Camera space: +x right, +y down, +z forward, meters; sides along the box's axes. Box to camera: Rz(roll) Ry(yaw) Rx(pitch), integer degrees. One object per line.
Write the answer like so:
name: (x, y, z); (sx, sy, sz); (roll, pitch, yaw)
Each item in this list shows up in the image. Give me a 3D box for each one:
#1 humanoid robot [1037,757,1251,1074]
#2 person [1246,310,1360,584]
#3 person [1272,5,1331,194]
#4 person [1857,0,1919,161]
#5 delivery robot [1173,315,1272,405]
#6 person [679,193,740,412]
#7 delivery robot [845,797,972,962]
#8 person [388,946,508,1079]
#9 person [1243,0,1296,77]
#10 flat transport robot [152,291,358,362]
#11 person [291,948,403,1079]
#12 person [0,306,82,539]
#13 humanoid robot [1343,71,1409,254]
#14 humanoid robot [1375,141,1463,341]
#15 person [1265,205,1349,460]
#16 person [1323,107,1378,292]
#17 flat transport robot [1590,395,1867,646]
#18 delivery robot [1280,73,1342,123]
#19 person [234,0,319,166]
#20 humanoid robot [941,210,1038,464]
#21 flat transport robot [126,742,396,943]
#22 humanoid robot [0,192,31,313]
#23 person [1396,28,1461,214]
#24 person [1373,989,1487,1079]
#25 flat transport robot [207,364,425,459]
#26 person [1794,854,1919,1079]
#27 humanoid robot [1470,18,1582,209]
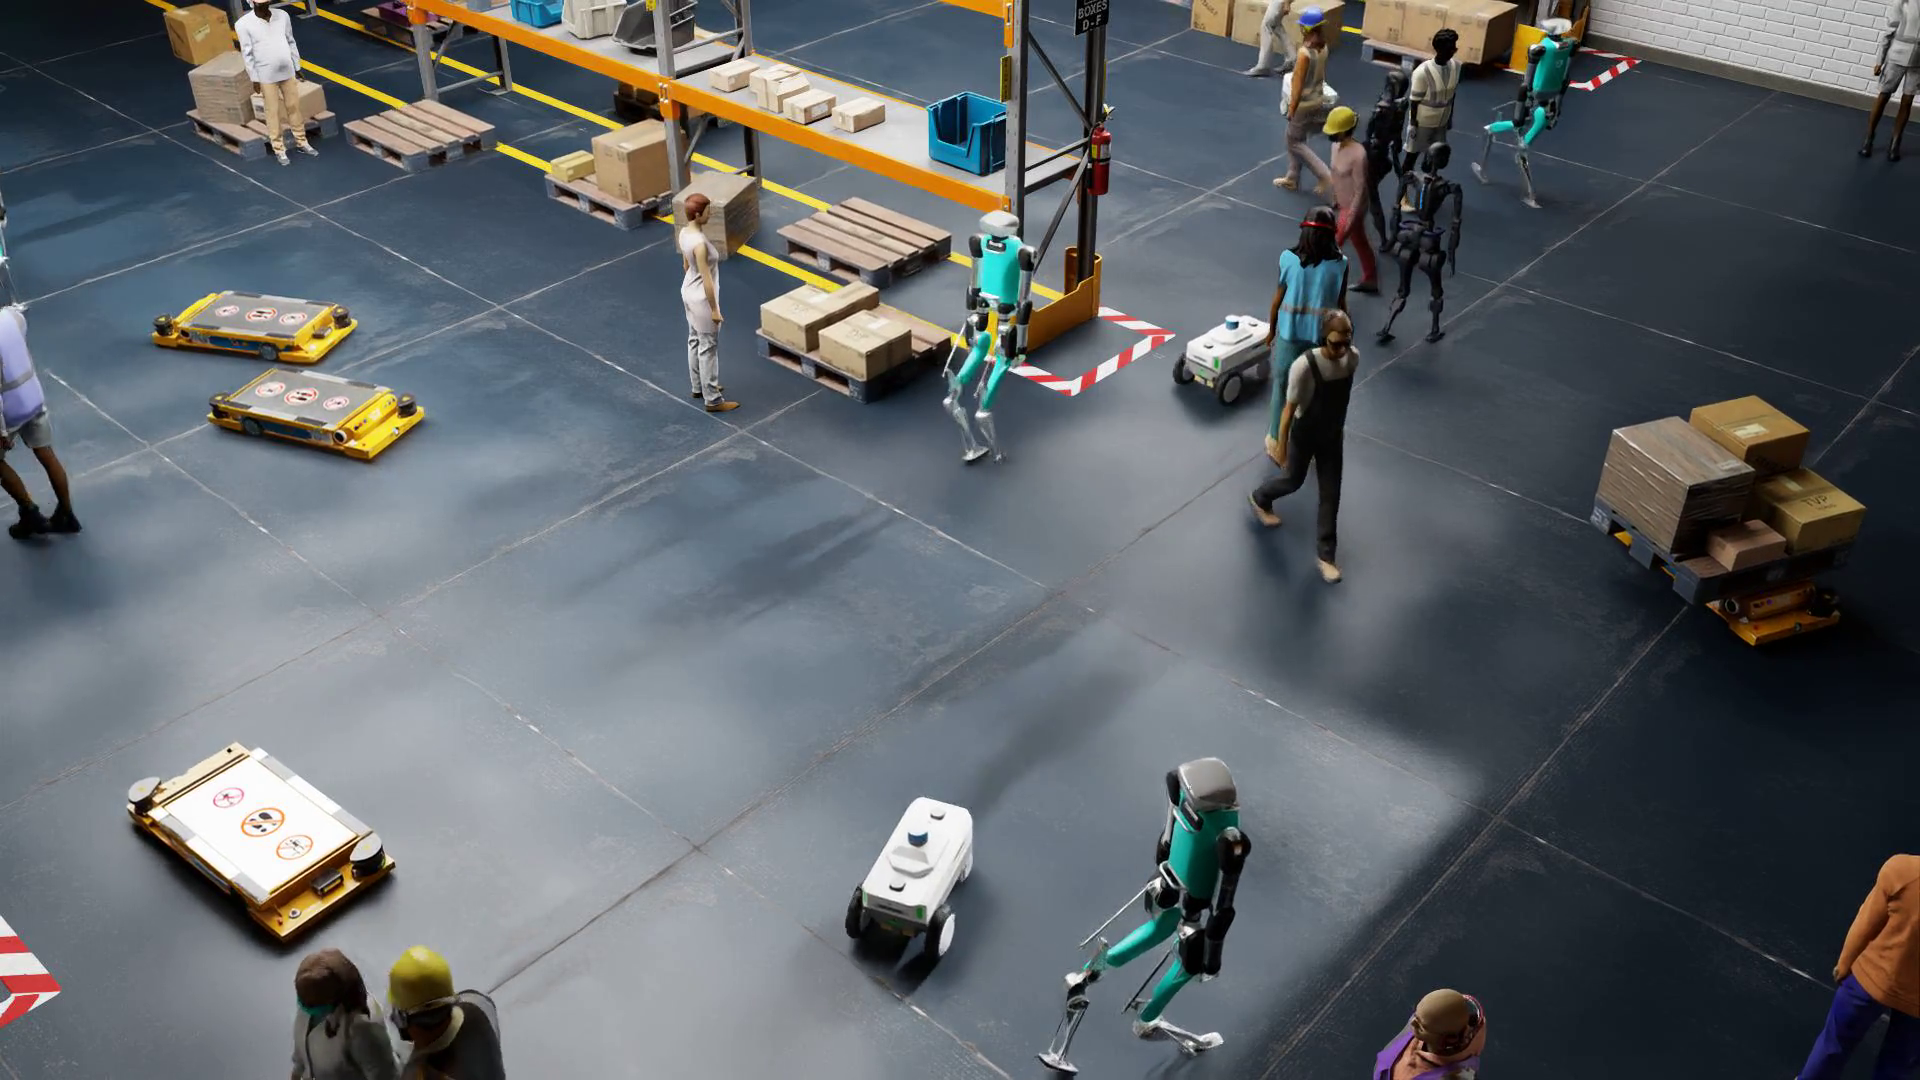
humanoid robot: (0.717, 1.721, 7.068); (1.015, 1.777, 0.530); (-13, 37, -18)
person: (2.203, -0.687, 10.466); (0.540, 1.805, 0.909); (-13, 37, -18)
person: (3.238, -3.996, 15.283); (0.593, 1.756, 0.490); (22, 40, 29)
person: (9.160, -4.634, 16.068); (0.548, 1.927, 0.390); (13, 37, 18)
delivery robot: (2.022, -1.400, 12.597); (0.796, 0.606, 0.499); (-27, 43, -34)
person: (-1.857, -1.725, 12.086); (0.285, 1.657, 0.444); (-17, 38, -23)
delivery robot: (-0.210, 1.641, 8.180); (0.499, 0.593, 0.789); (13, 37, 17)
person: (-1.845, 2.253, 6.203); (0.414, 1.798, 0.634); (1, 35, 1)
person: (3.472, -5.935, 17.990); (0.594, 1.874, 0.561); (5, 35, 7)
flat transport robot: (-5.635, -1.709, 13.286); (1.431, 0.231, 0.659); (8, 35, 11)
person: (-2.311, 2.108, 6.554); (0.844, 1.618, 0.487); (-26, 42, -32)
person: (-6.104, -0.866, 10.610); (0.539, 1.917, 0.554); (9, 36, 13)
humanoid robot: (3.597, -3.257, 14.329); (0.728, 1.623, 0.585); (29, 44, 35)
humanoid robot: (3.585, -2.301, 12.947); (0.610, 1.639, 0.567); (24, 41, 30)
person: (2.379, -1.405, 11.438); (0.539, 1.865, 0.374); (8, 35, 12)
person: (3.085, -2.692, 13.467); (0.997, 1.676, 0.535); (-6, 35, -8)
flat transport robot: (4.830, 0.136, 10.614); (0.659, 0.231, 1.431); (-12, 36, -17)
delivery robot: (3.604, -4.563, 17.152); (0.499, 0.575, 0.759); (-8, 35, -12)
person: (-6.601, -4.522, 16.053); (0.328, 1.751, 0.567); (25, 42, 32)
humanoid robot: (0.130, -1.300, 11.428); (0.558, 1.806, 0.808); (25, 42, 31)
flat transport robot: (-3.643, 1.511, 8.621); (1.431, 0.231, 0.659); (24, 41, 31)
humanoid robot: (-7.789, -2.573, 13.271); (1.084, 1.722, 0.561); (24, 41, 31)
person: (4.257, -3.797, 15.061); (0.535, 1.693, 0.320); (-18, 38, -24)
person: (1.707, 2.277, 6.257); (0.351, 1.694, 0.478); (-4, 35, -6)
flat transport robot: (-4.727, -0.949, 12.185); (1.431, 0.231, 0.659); (12, 36, 17)
person: (3.834, 1.784, 6.731); (0.522, 1.972, 0.401); (19, 39, 26)
humanoid robot: (5.144, -4.030, 15.393); (0.544, 1.773, 0.985); (-14, 37, -19)
